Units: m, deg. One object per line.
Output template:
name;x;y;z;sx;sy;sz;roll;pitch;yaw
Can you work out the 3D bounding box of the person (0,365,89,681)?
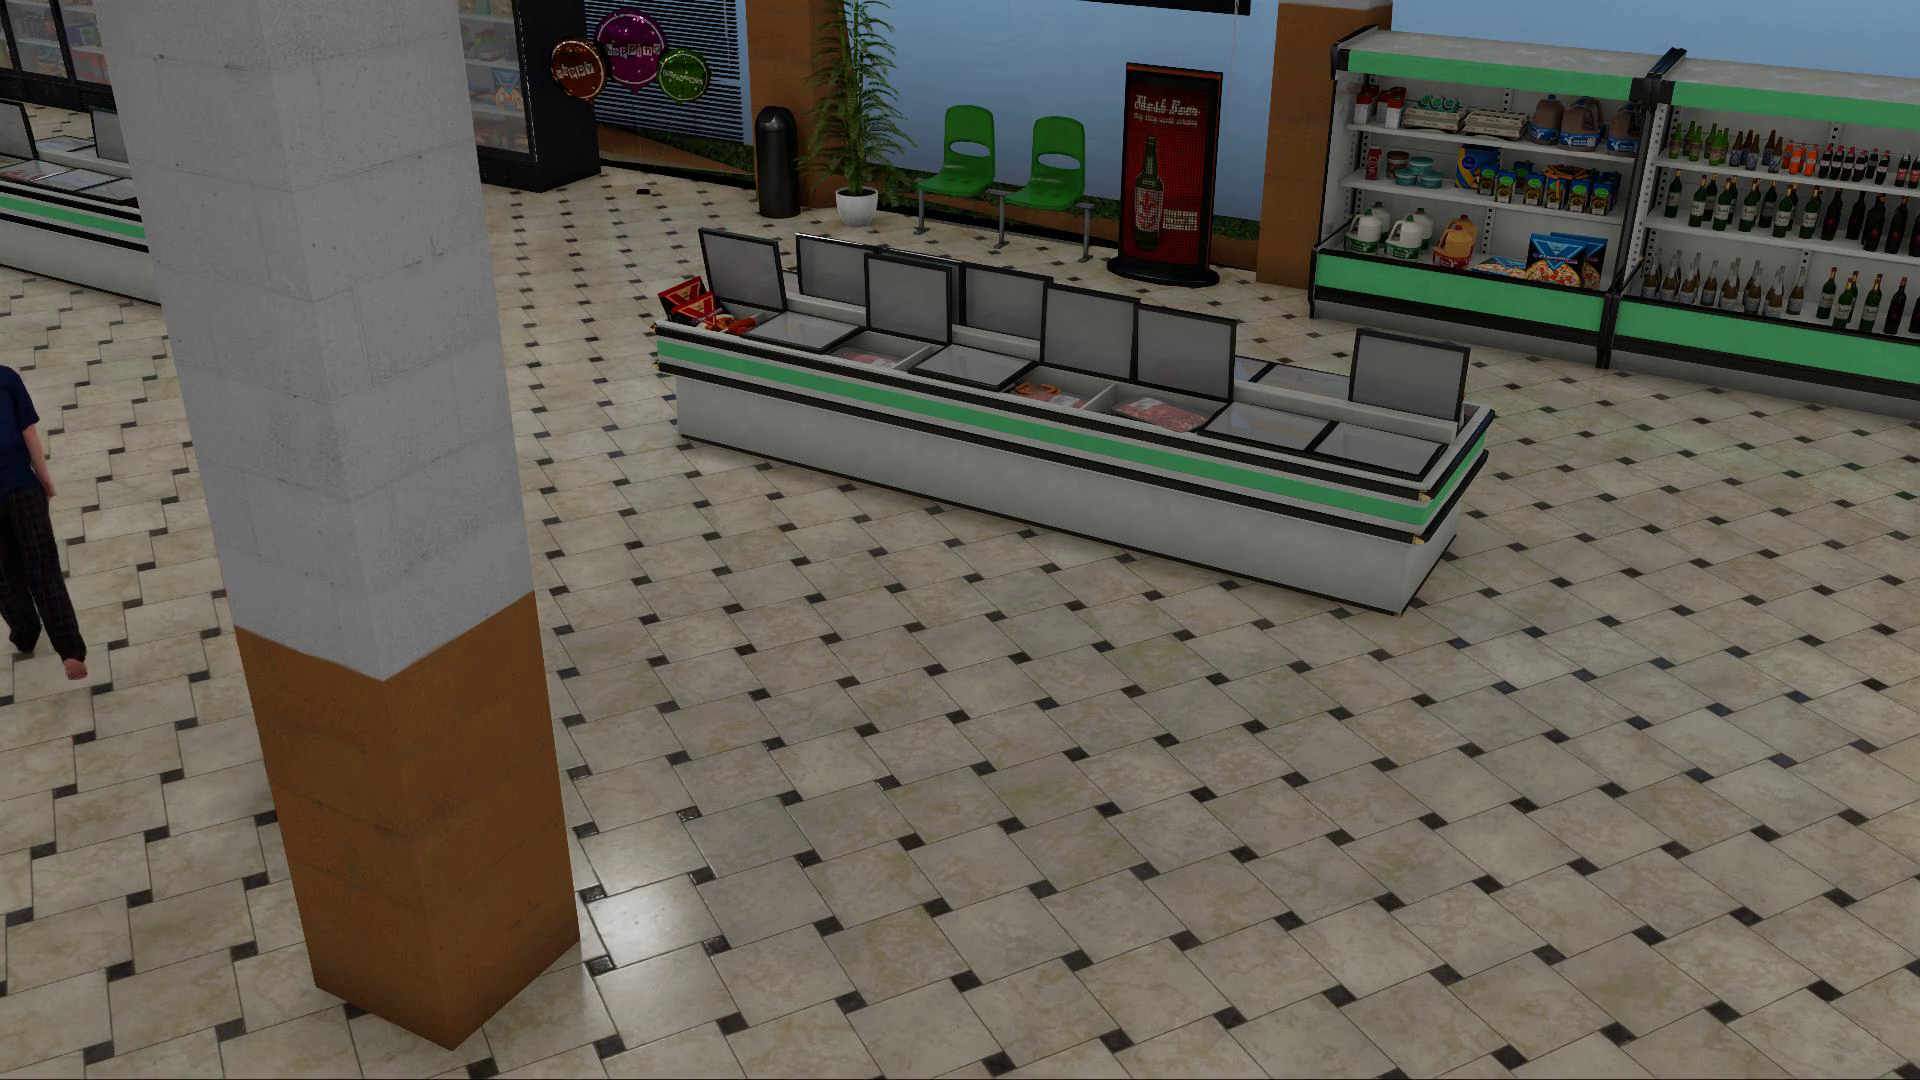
person;-4.510;-0.167;7.851;0.959;1.844;1.223;-19;32;-32
